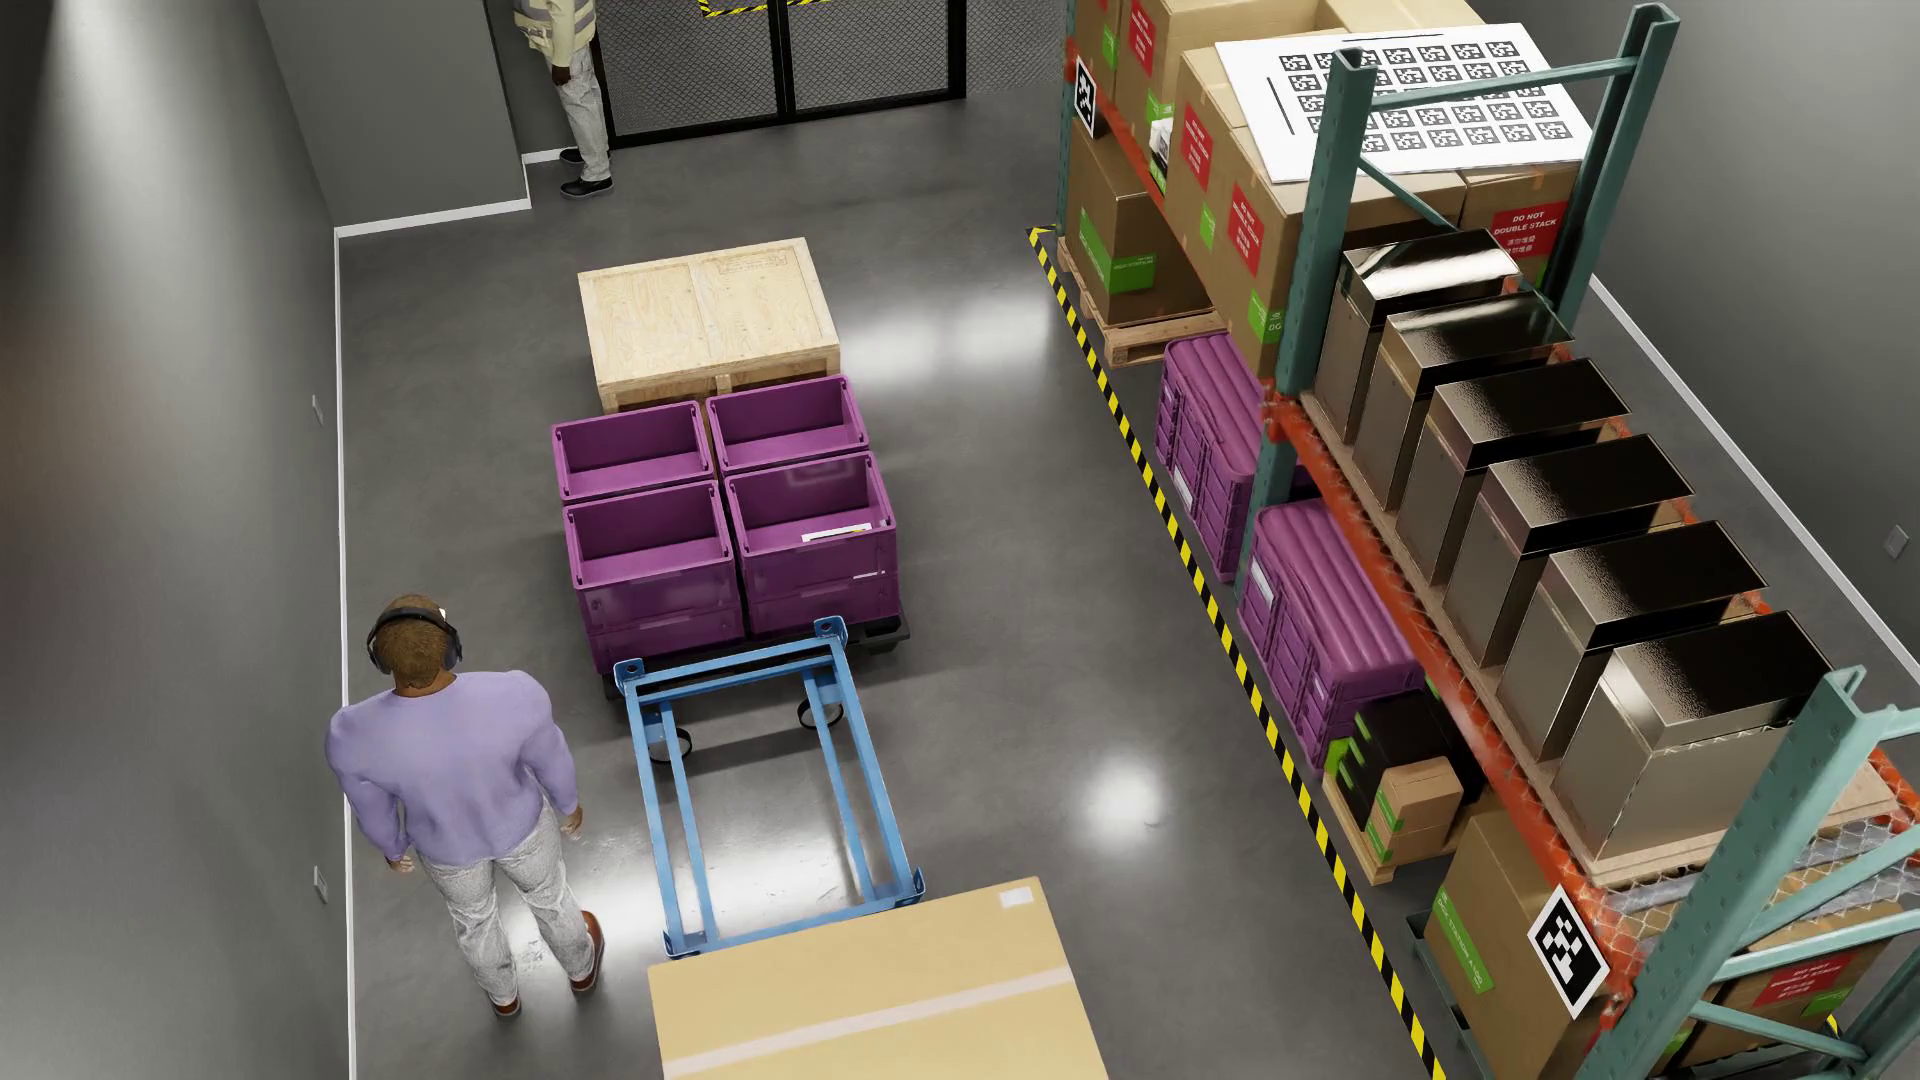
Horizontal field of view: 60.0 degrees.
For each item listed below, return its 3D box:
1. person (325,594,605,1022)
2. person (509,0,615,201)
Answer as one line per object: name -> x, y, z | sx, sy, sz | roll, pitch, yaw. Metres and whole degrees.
person -> -1.470, 0.864, 5.093 | 0.635, 1.937, 0.355 | -13, 49, -12
person -> -2.009, -2.560, 8.309 | 0.404, 1.829, 0.600 | -6, 48, -5
